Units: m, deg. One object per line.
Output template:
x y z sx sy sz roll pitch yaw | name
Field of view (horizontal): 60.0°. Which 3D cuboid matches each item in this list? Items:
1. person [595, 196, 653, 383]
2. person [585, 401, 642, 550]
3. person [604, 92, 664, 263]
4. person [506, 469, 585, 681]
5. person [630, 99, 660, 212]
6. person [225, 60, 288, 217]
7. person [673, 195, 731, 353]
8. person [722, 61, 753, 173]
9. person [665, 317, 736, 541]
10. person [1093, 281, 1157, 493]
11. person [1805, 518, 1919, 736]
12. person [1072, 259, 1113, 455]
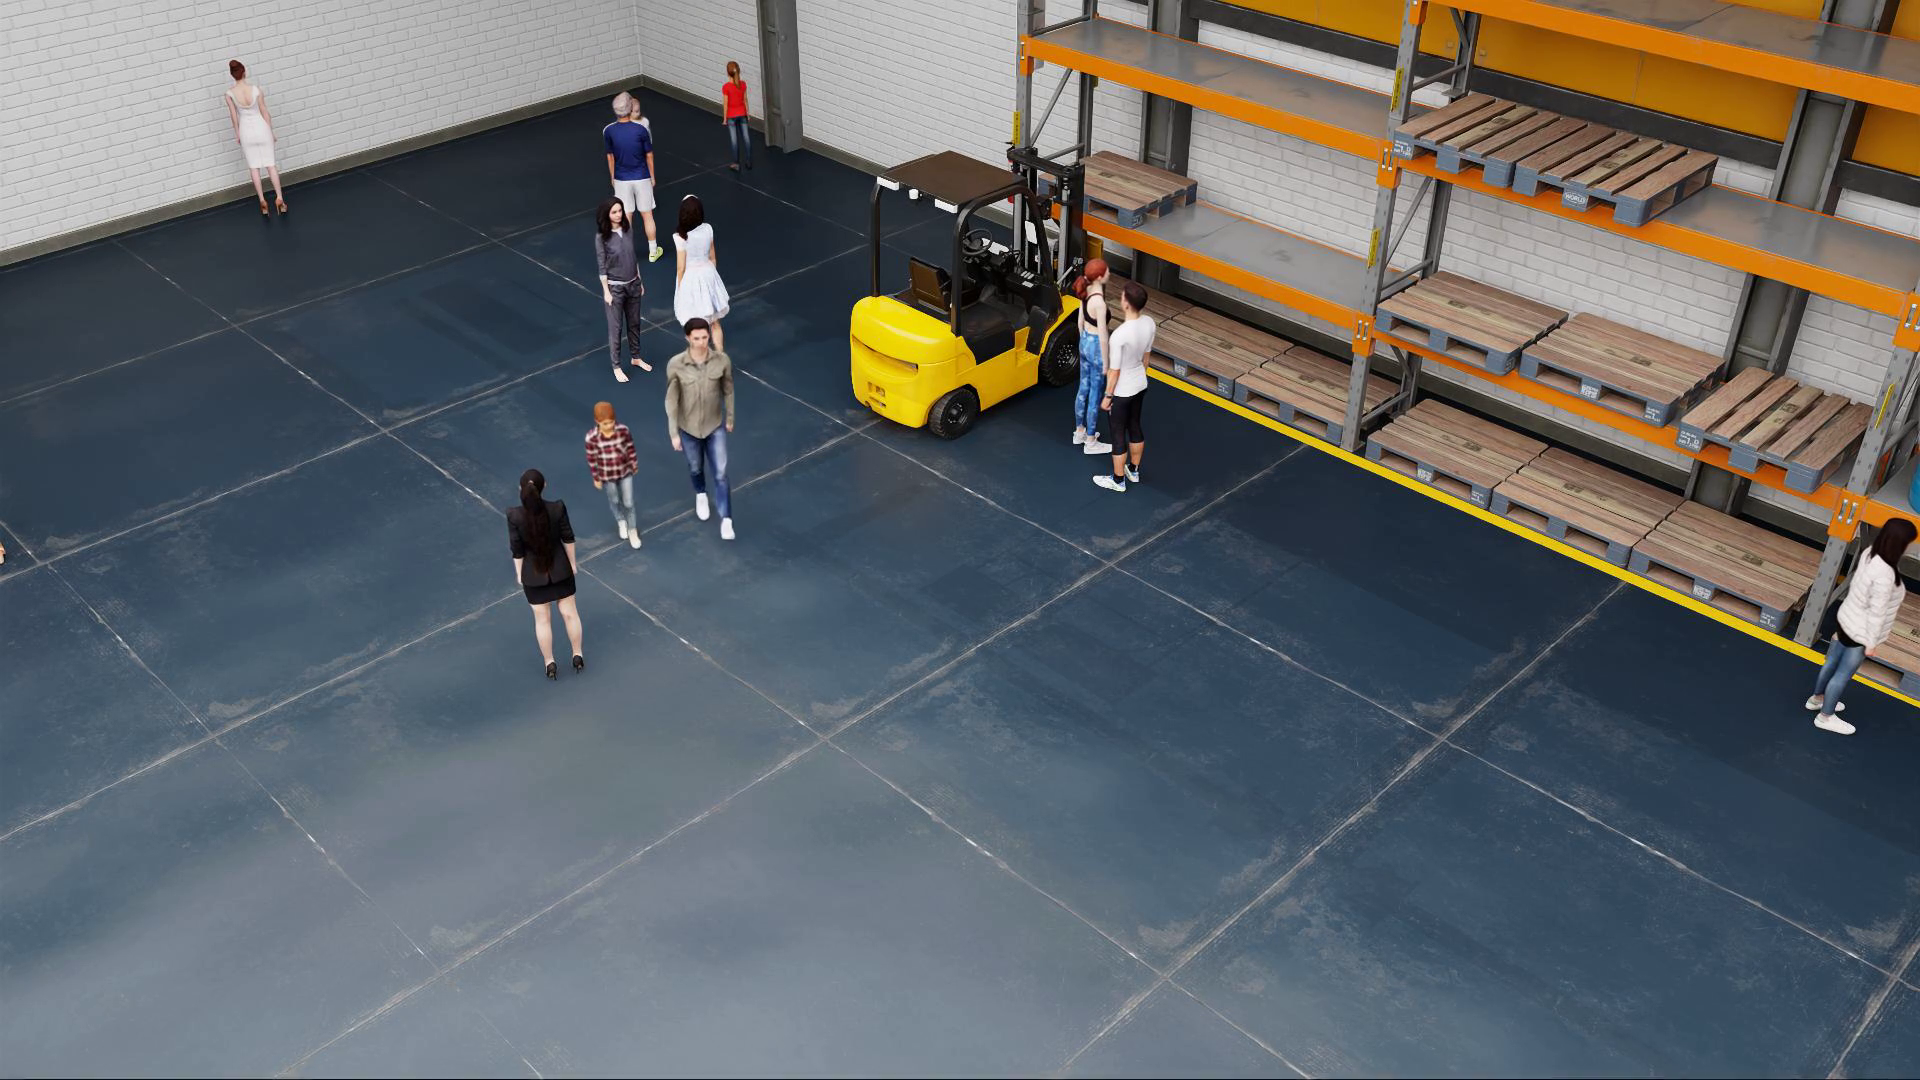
-3.148 -2.354 15.425 0.521 1.765 0.599 26 41 33 | person
-2.753 -0.587 13.203 0.683 1.281 0.755 -11 35 -16 | person
-3.460 -3.824 17.569 0.724 1.839 0.764 -3 34 -5 | person
-2.872 0.235 11.592 0.673 1.697 0.666 -12 35 -17 | person
-3.688 -4.435 19.004 0.679 1.269 0.947 -16 37 -22 | person
-7.904 -4.509 18.643 0.632 1.792 0.637 -8 34 -11 | person
-2.392 -2.302 15.299 0.727 1.818 0.752 -23 40 -31 | person
-2.676 -5.085 19.946 0.538 1.309 0.542 -17 37 -24 | person
-2.075 -0.933 13.236 1.069 1.821 1.230 -8 34 -11 | person
1.386 -1.264 13.707 0.550 1.852 0.656 28 43 35 | person
6.052 0.553 11.169 0.733 1.635 0.711 6 34 9 | person
1.143 -1.578 14.239 0.709 1.785 0.625 -14 36 -20 | person
